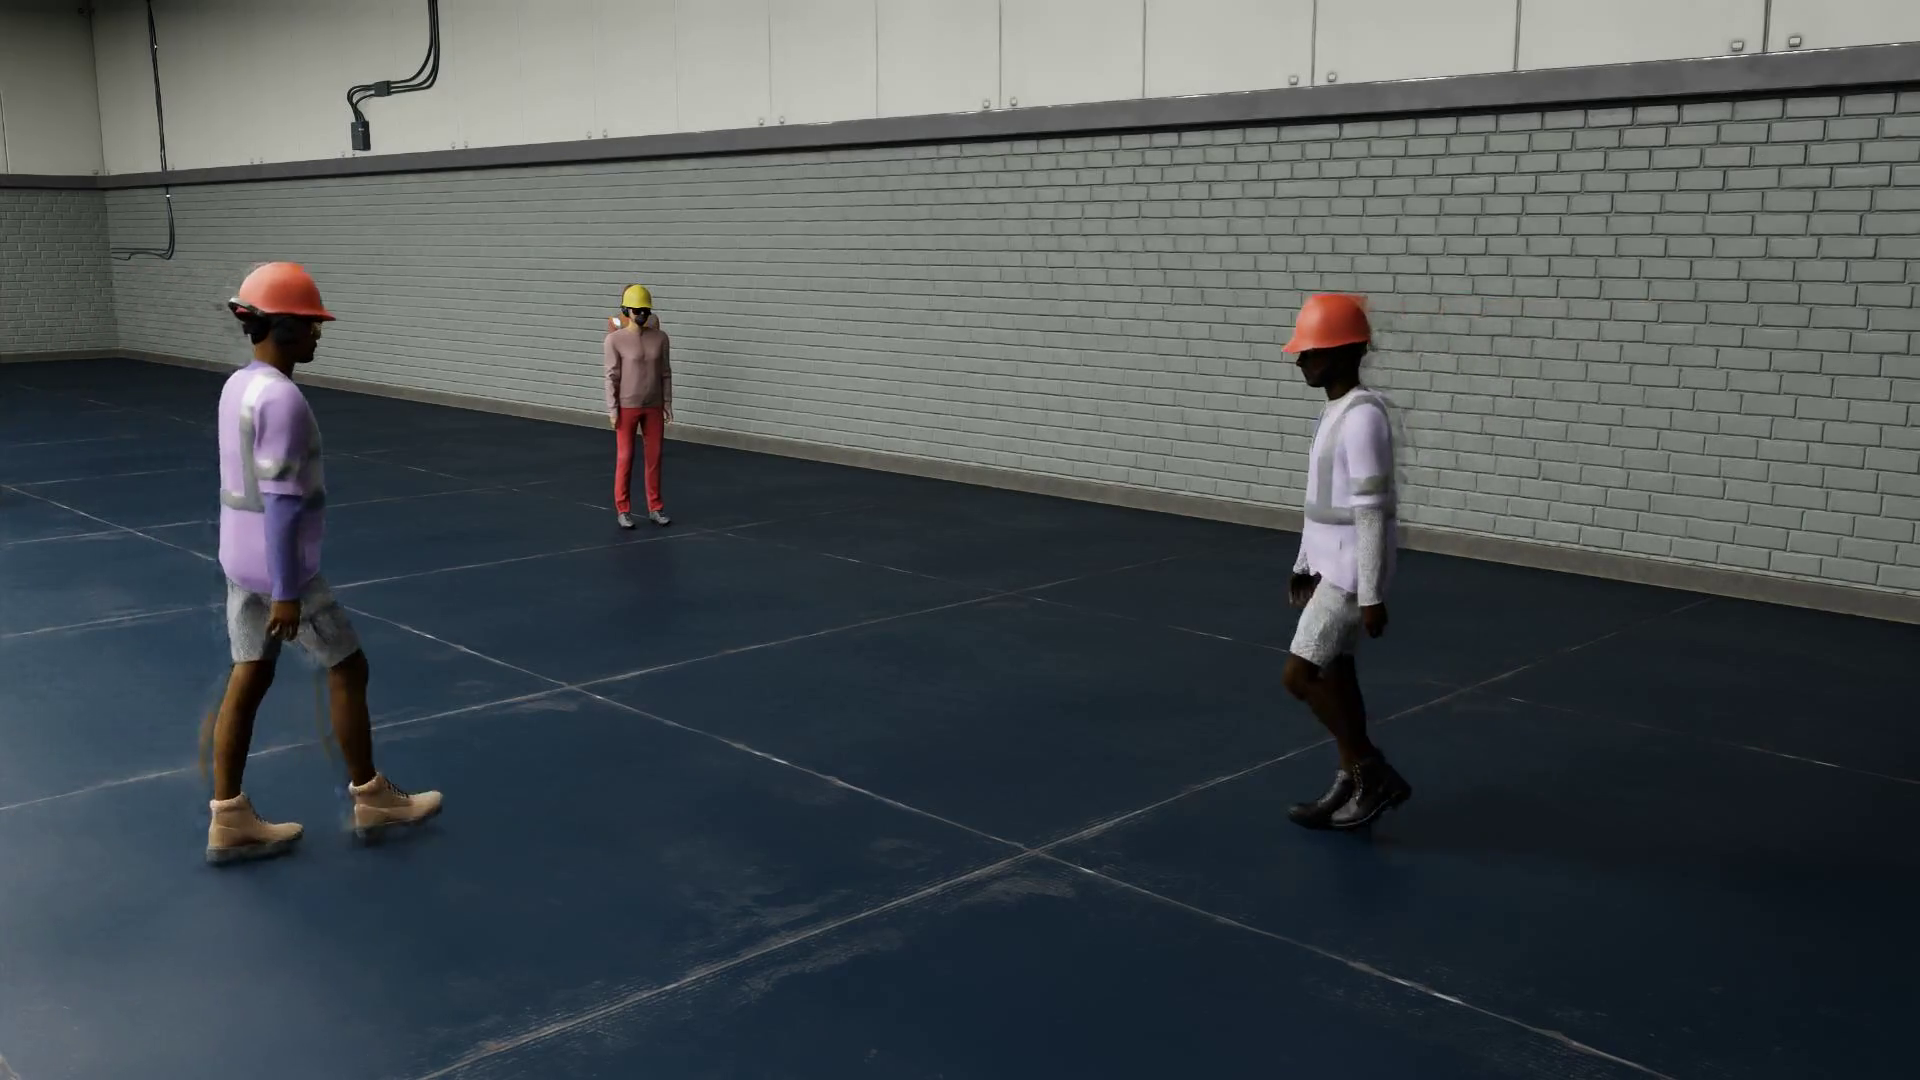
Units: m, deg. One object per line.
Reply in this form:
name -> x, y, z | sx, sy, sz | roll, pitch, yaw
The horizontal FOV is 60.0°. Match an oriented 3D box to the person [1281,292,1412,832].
person -> 1.311, 0.100, 5.821 | 0.417, 1.916, 0.569 | 2, 11, 9

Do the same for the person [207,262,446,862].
person -> -2.224, 0.070, 5.714 | 0.923, 2.008, 0.628 | -8, 13, -38

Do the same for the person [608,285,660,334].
person -> -3.100, -1.612, 15.908 | 0.514, 1.642, 0.310 | -3, 11, -18

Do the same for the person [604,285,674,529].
person -> -2.320, -0.968, 12.084 | 0.517, 1.757, 0.337 | -8, 13, -39

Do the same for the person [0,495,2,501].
person -> -7.912, -1.263, 13.059 | 0.609, 1.988, 0.392 | 6, 12, 30
